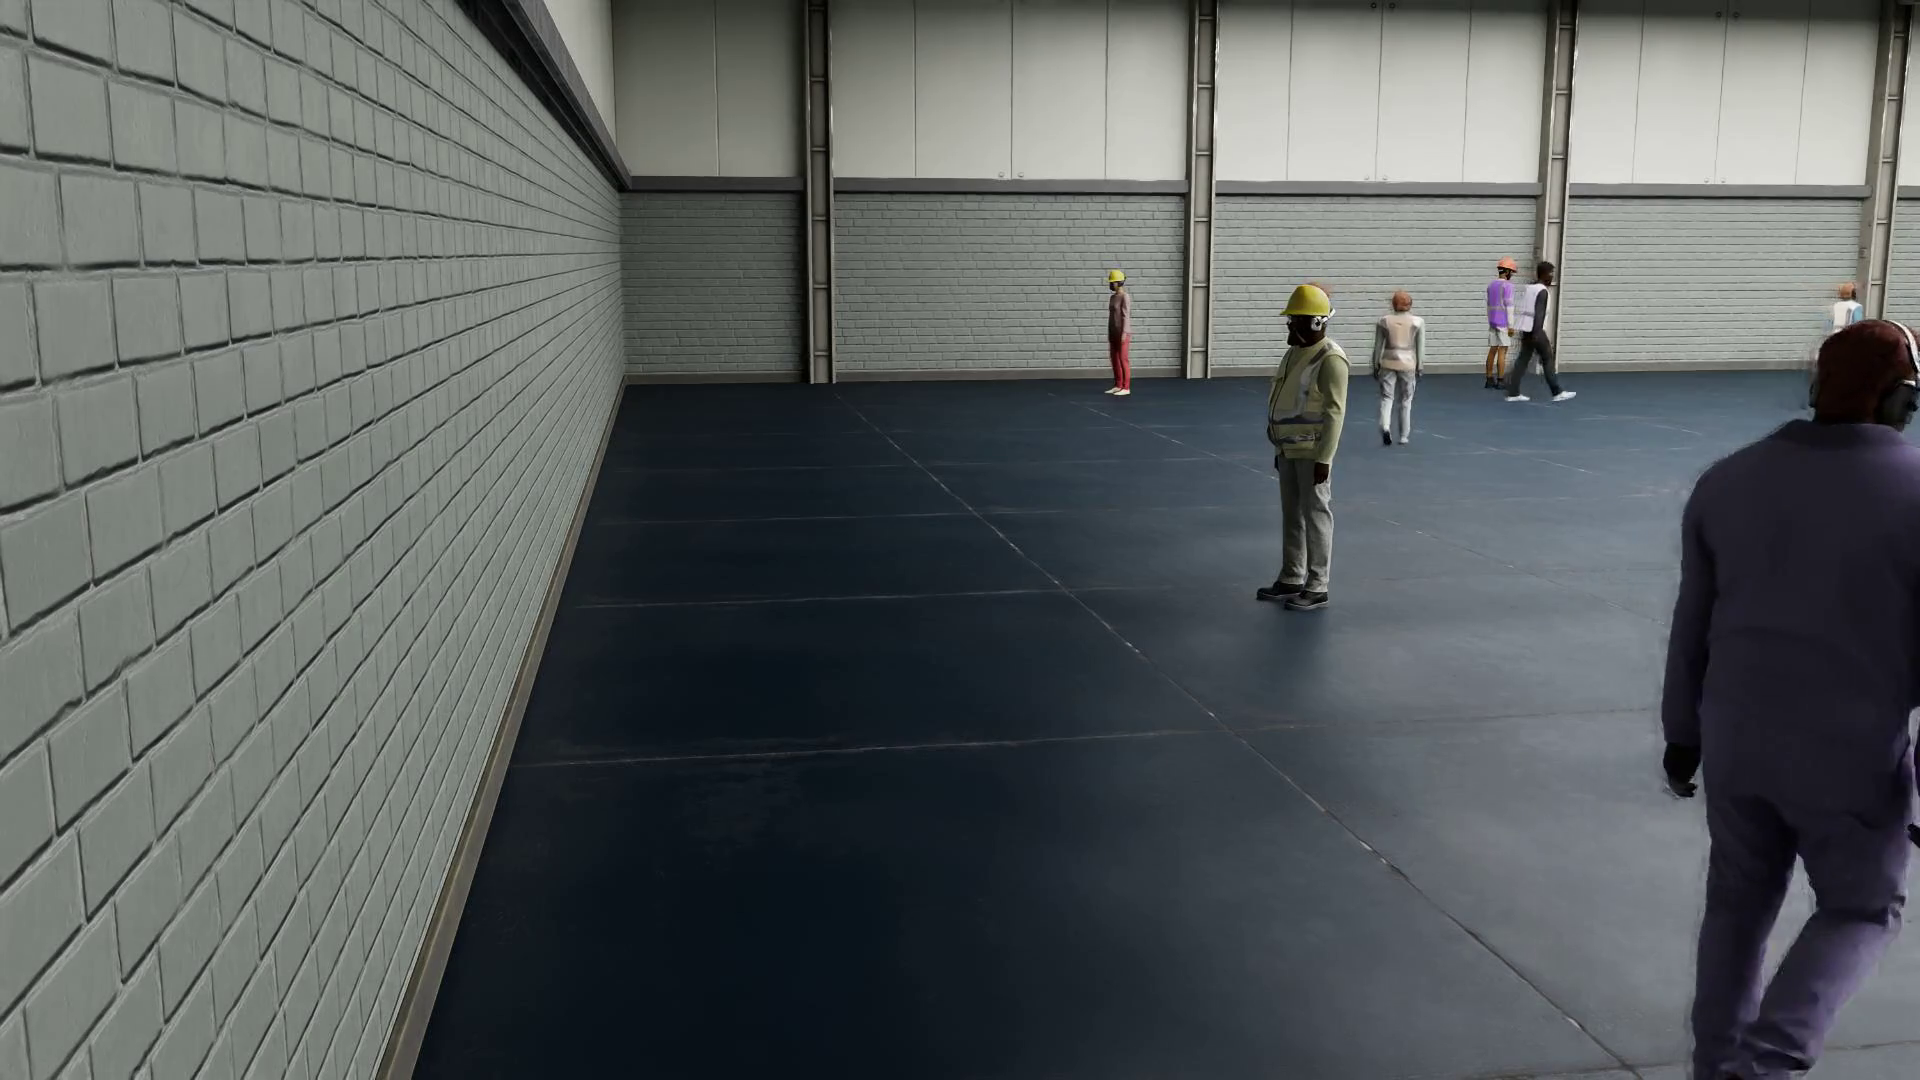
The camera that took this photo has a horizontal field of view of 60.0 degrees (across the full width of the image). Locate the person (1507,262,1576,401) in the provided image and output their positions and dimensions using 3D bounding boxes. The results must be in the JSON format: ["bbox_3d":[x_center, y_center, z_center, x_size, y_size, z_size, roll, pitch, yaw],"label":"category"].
[{"bbox_3d":[7.873,-2.801,22.440,0.944,1.871,0.608,0,10,-2],"label":"person"}]

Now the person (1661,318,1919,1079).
[{"bbox_3d":[1.854,0.456,3.677,0.537,1.878,0.680,-6,12,-31],"label":"person"}]

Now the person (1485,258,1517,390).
[{"bbox_3d":[7.963,-3.171,24.420,0.373,1.929,0.542,-3,10,-18],"label":"person"}]

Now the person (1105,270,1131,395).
[{"bbox_3d":[2.227,-2.913,23.438,0.344,1.757,0.521,-4,11,-21],"label":"person"}]

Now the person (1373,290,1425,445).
[{"bbox_3d":[4.559,-1.783,17.309,0.527,1.627,0.579,4,11,22],"label":"person"}]

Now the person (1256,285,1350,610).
[{"bbox_3d":[1.949,-0.524,9.458,0.404,1.833,0.588,-3,10,-18],"label":"person"}]

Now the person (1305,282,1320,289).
[{"bbox_3d":[4.886,-2.808,23.292,0.866,1.580,0.515,0,10,-1],"label":"person"}]

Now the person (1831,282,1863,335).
[{"bbox_3d":[11.563,-2.526,21.593,0.765,1.606,0.531,-2,10,-14],"label":"person"}]
